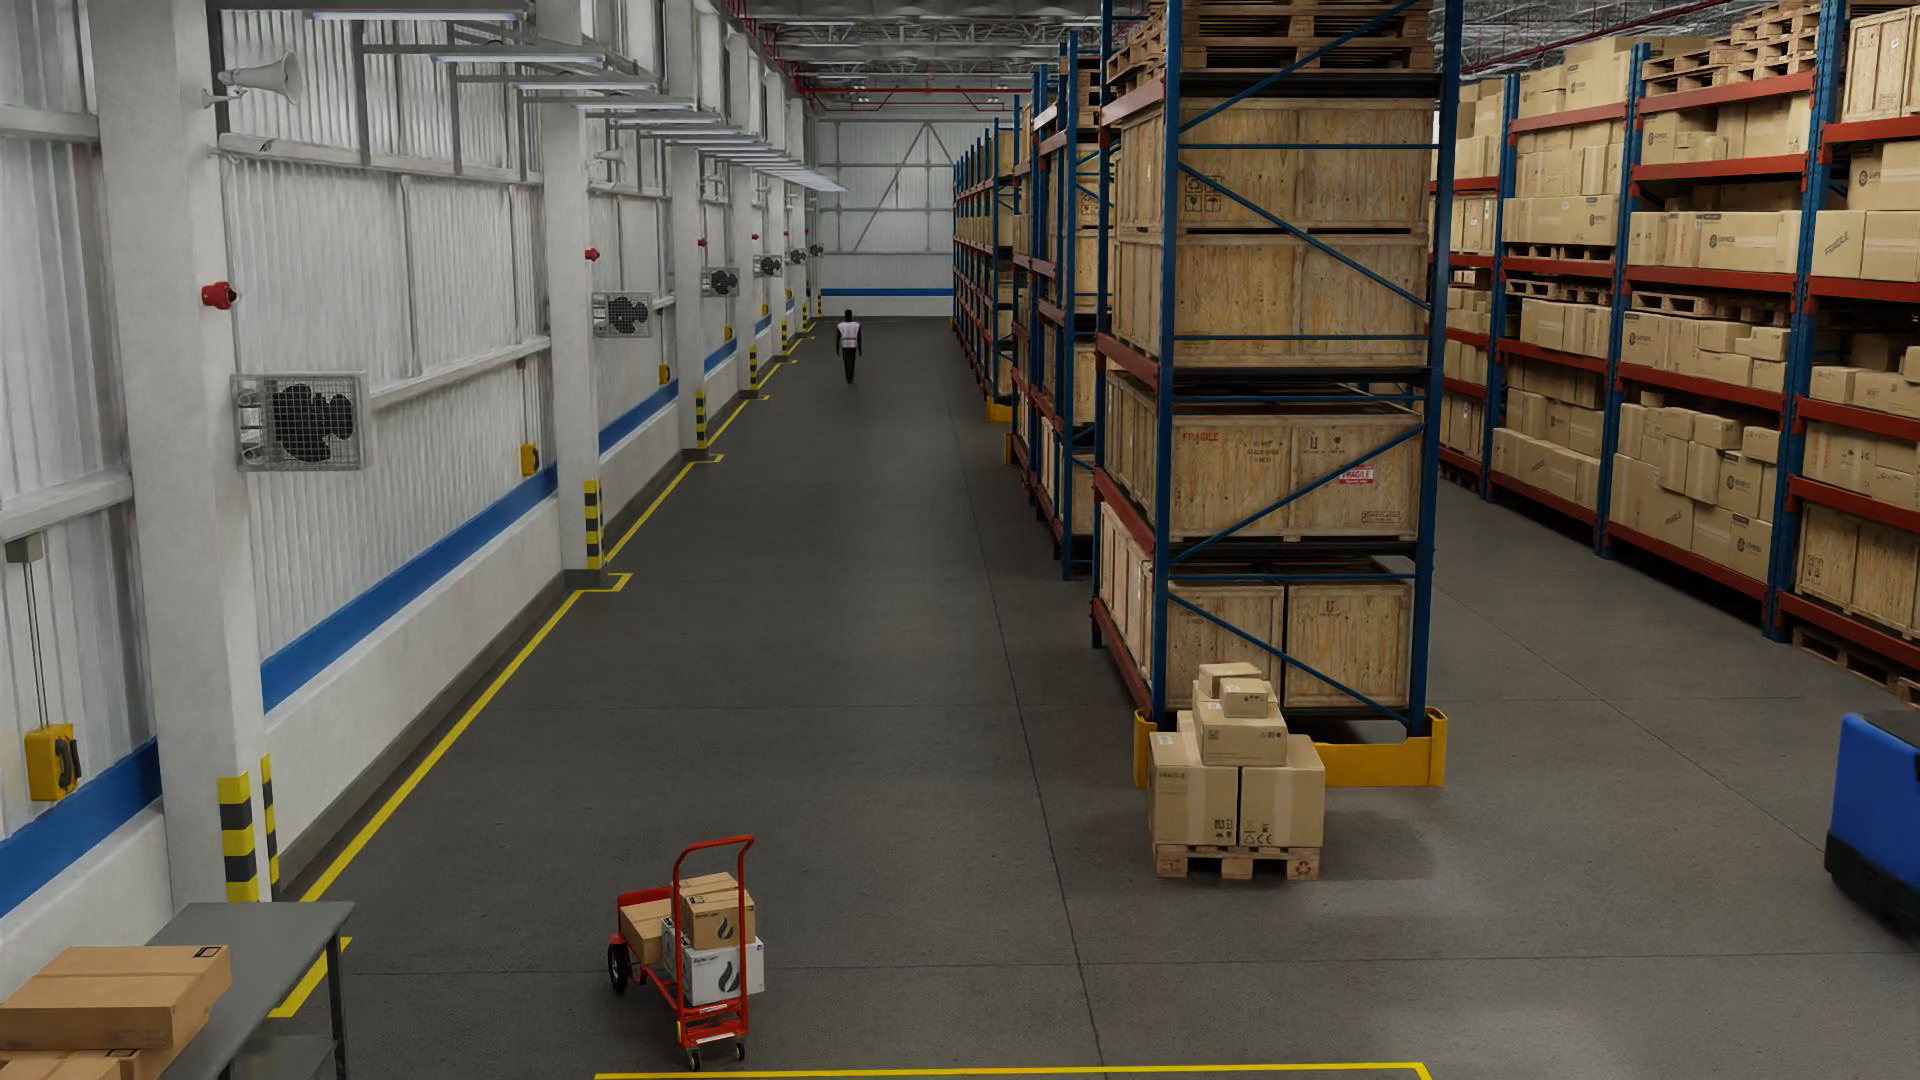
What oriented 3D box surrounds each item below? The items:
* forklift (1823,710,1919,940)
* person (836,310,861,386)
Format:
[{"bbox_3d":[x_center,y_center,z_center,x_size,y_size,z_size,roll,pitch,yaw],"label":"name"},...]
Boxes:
[{"bbox_3d":[5.916,0.883,9.255,1.129,2.768,1.873,0,11,-2],"label":"forklift"},{"bbox_3d":[-2.768,-4.767,41.300,0.609,1.869,0.997,-2,11,-11],"label":"person"}]
